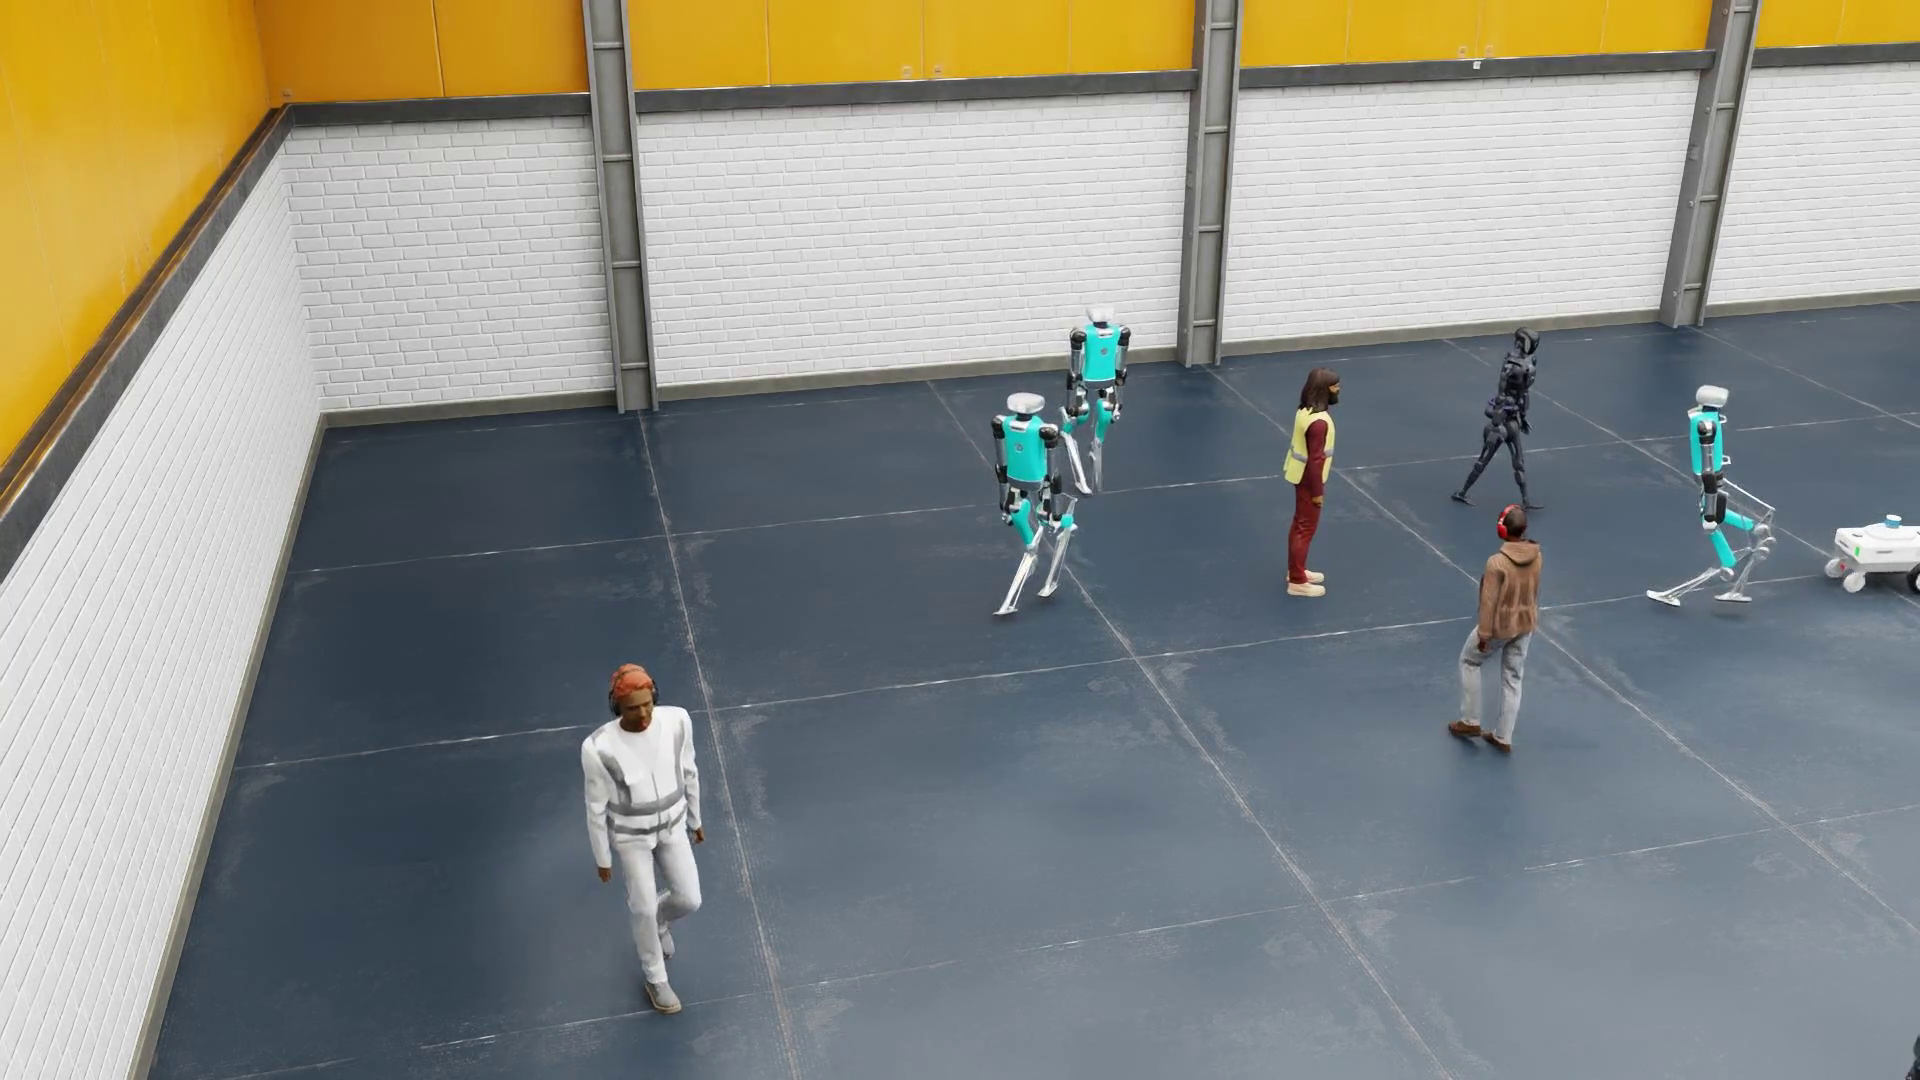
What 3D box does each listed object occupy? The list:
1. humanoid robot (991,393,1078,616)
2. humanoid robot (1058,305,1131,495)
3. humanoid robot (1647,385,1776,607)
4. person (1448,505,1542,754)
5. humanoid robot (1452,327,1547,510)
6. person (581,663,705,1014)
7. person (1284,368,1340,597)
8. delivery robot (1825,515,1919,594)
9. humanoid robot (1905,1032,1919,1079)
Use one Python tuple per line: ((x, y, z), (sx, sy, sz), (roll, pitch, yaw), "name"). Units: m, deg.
((0.583, -0.279, 12.183), (0.547, 1.759, 0.940), (15, 28, 30), "humanoid robot")
((1.085, -1.149, 14.288), (0.536, 1.893, 0.714), (-8, 25, -17), "humanoid robot")
((5.631, -0.246, 12.104), (0.957, 1.739, 0.540), (8, 25, 18), "humanoid robot")
((3.381, 0.540, 10.436), (0.452, 1.631, 0.535), (-7, 25, -16), "person")
((4.612, -1.011, 13.962), (0.778, 1.618, 0.611), (21, 31, 39), "humanoid robot")
((-1.534, 1.431, 8.125), (0.590, 1.865, 0.488), (-15, 28, -31), "person")
((2.628, -0.441, 12.517), (0.384, 1.765, 0.470), (2, 24, 5), "person")
((7.141, 0.106, 12.781), (0.784, 0.608, 0.499), (-2, 24, -4), "delivery robot")
((3.999, 2.237, 6.573), (0.713, 1.631, 0.608), (4, 24, 8), "humanoid robot")
